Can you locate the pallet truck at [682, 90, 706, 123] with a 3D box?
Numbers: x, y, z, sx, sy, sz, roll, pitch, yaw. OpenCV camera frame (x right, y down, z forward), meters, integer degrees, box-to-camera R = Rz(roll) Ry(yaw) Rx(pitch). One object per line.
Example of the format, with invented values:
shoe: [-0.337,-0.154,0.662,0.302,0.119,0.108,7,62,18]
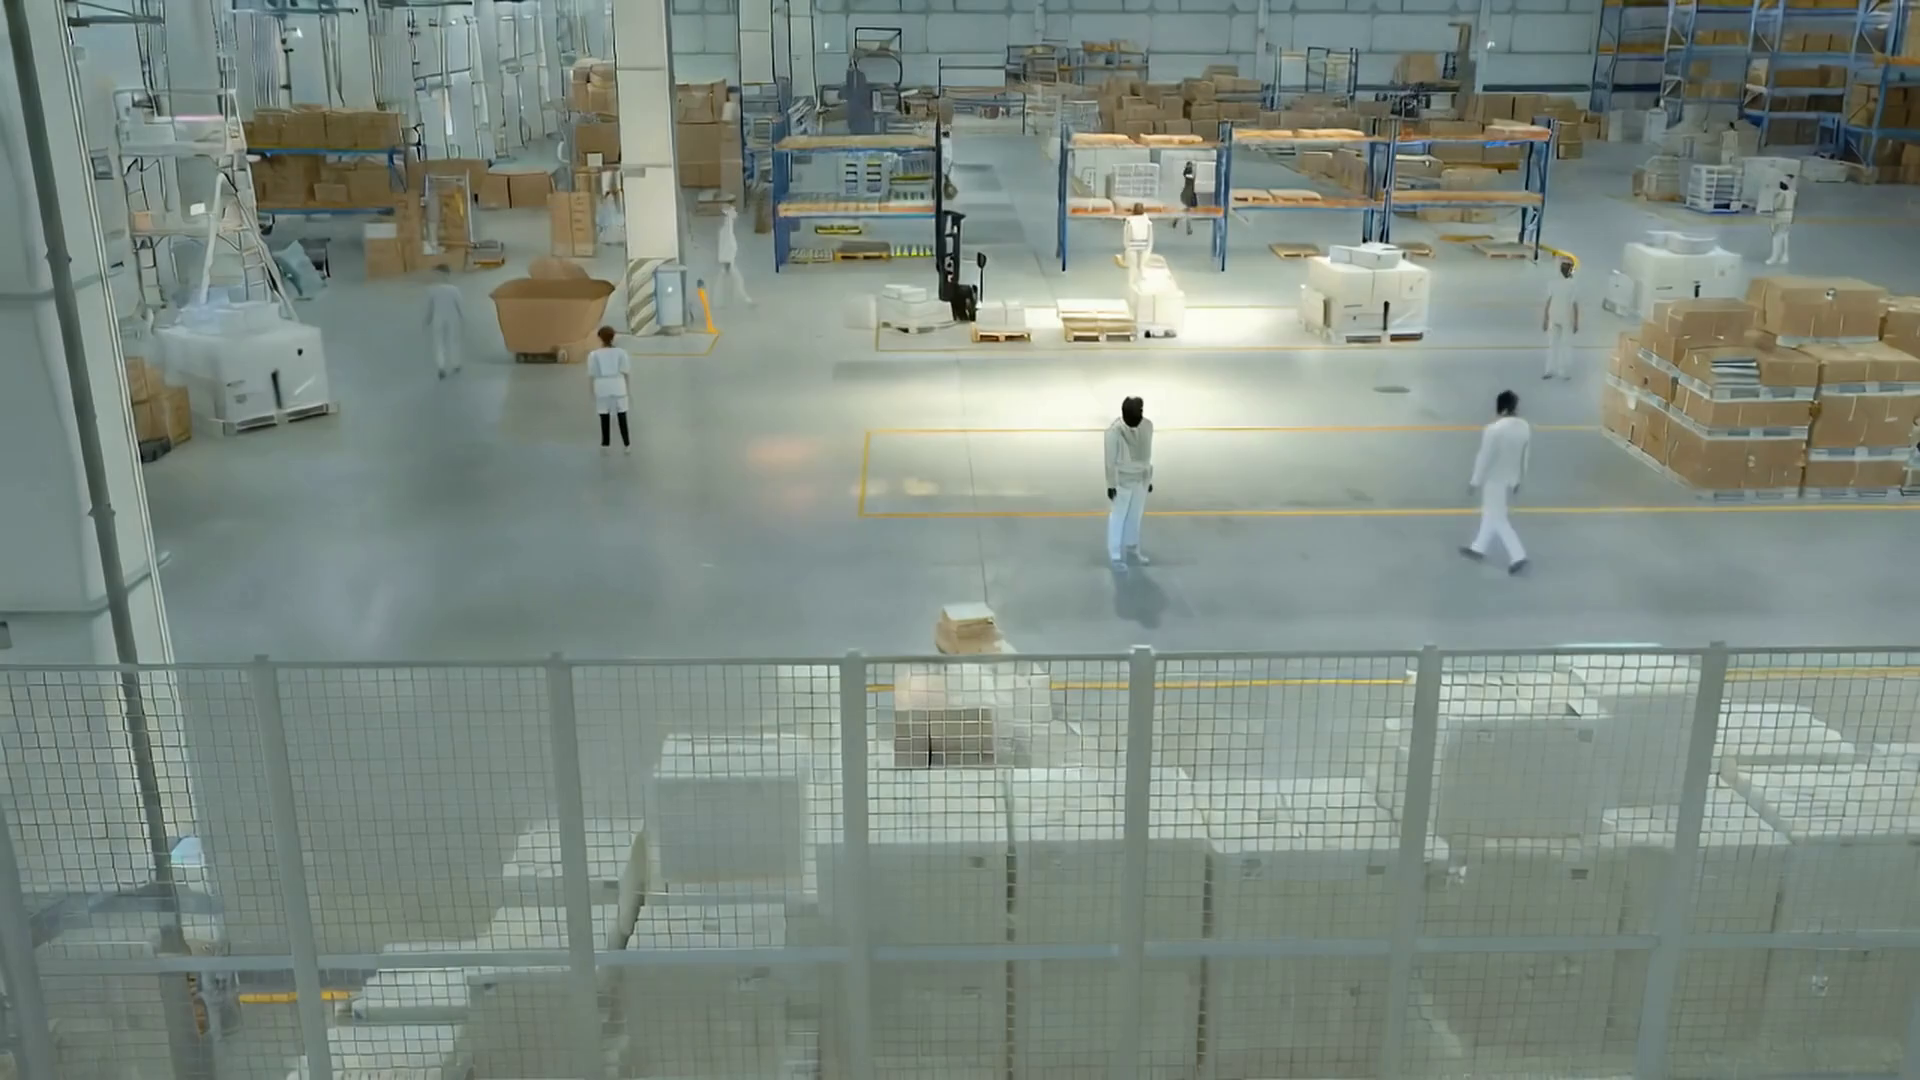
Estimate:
pallet truck: [-9.671,-15.907,62.421,0.823,1.965,1.885,5,19,15]

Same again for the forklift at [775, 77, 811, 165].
forklift: [-5.920,-13.893,55.085,1.873,2.768,1.129,-1,19,-1]

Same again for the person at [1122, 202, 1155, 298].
person: [3.422,-5.589,32.063,0.620,1.838,0.429,-4,19,-13]

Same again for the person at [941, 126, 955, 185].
person: [-0.403,-11.540,49.881,0.494,1.725,0.483,-7,20,-19]

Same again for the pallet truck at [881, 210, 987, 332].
pallet truck: [-0.493,-4.759,29.349,1.885,1.965,0.823,-13,23,-34]

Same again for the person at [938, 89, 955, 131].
person: [-0.510,-16.158,63.266,0.649,1.929,0.444,5,19,16]

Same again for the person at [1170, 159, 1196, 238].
person: [5.371,-8.145,39.647,0.524,1.833,0.612,-15,24,-38]

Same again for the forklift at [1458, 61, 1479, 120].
forklift: [20.149,-17.581,66.025,1.873,2.768,1.129,-1,19,-2]

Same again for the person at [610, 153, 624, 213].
person: [-8.342,-8.470,40.535,0.356,1.885,0.574,5,19,14]

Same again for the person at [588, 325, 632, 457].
person: [-4.492,-1.915,21.374,0.537,1.695,0.321,-5,19,-16]

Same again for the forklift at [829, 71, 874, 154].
forklift: [-3.629,-15.158,58.838,1.873,2.768,1.129,9,21,25]

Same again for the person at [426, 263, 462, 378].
person: [-7.963,-3.391,25.690,0.523,1.736,0.824,-2,19,-5]

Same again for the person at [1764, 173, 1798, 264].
person: [17.742,-6.938,35.929,0.542,1.928,0.399,-4,19,-11]

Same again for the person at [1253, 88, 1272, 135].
person: [11.856,-16.727,65.058,0.625,1.871,0.748,15,24,38]

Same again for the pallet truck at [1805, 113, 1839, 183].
pallet truck: [26.403,-11.957,50.702,0.823,1.965,1.885,6,19,16]

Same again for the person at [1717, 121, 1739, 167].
person: [24.116,-12.307,52.247,0.347,1.657,0.602,-17,25,-41]

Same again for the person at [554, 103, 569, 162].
person: [-13.477,-13.781,56.225,0.376,1.928,0.544,-13,23,-34]

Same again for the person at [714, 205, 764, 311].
person: [-4.137,-5.200,30.717,0.962,1.950,0.647,-4,19,-12]

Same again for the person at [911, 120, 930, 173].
person: [-1.165,-11.544,49.604,0.595,1.919,0.662,16,24,40]

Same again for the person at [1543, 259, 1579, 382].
person: [9.174,-3.352,25.381,0.306,1.865,0.532,-18,25,-42]

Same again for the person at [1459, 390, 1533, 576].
person: [5.629,-0.601,17.160,0.630,1.908,0.941,-13,23,-33]

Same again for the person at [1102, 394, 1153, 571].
person: [1.769,-0.608,17.272,0.626,1.846,0.429,-13,23,-35]

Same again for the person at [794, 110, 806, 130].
person: [-5.585,-13.975,57.272,0.757,1.606,0.542,-13,23,-34]
